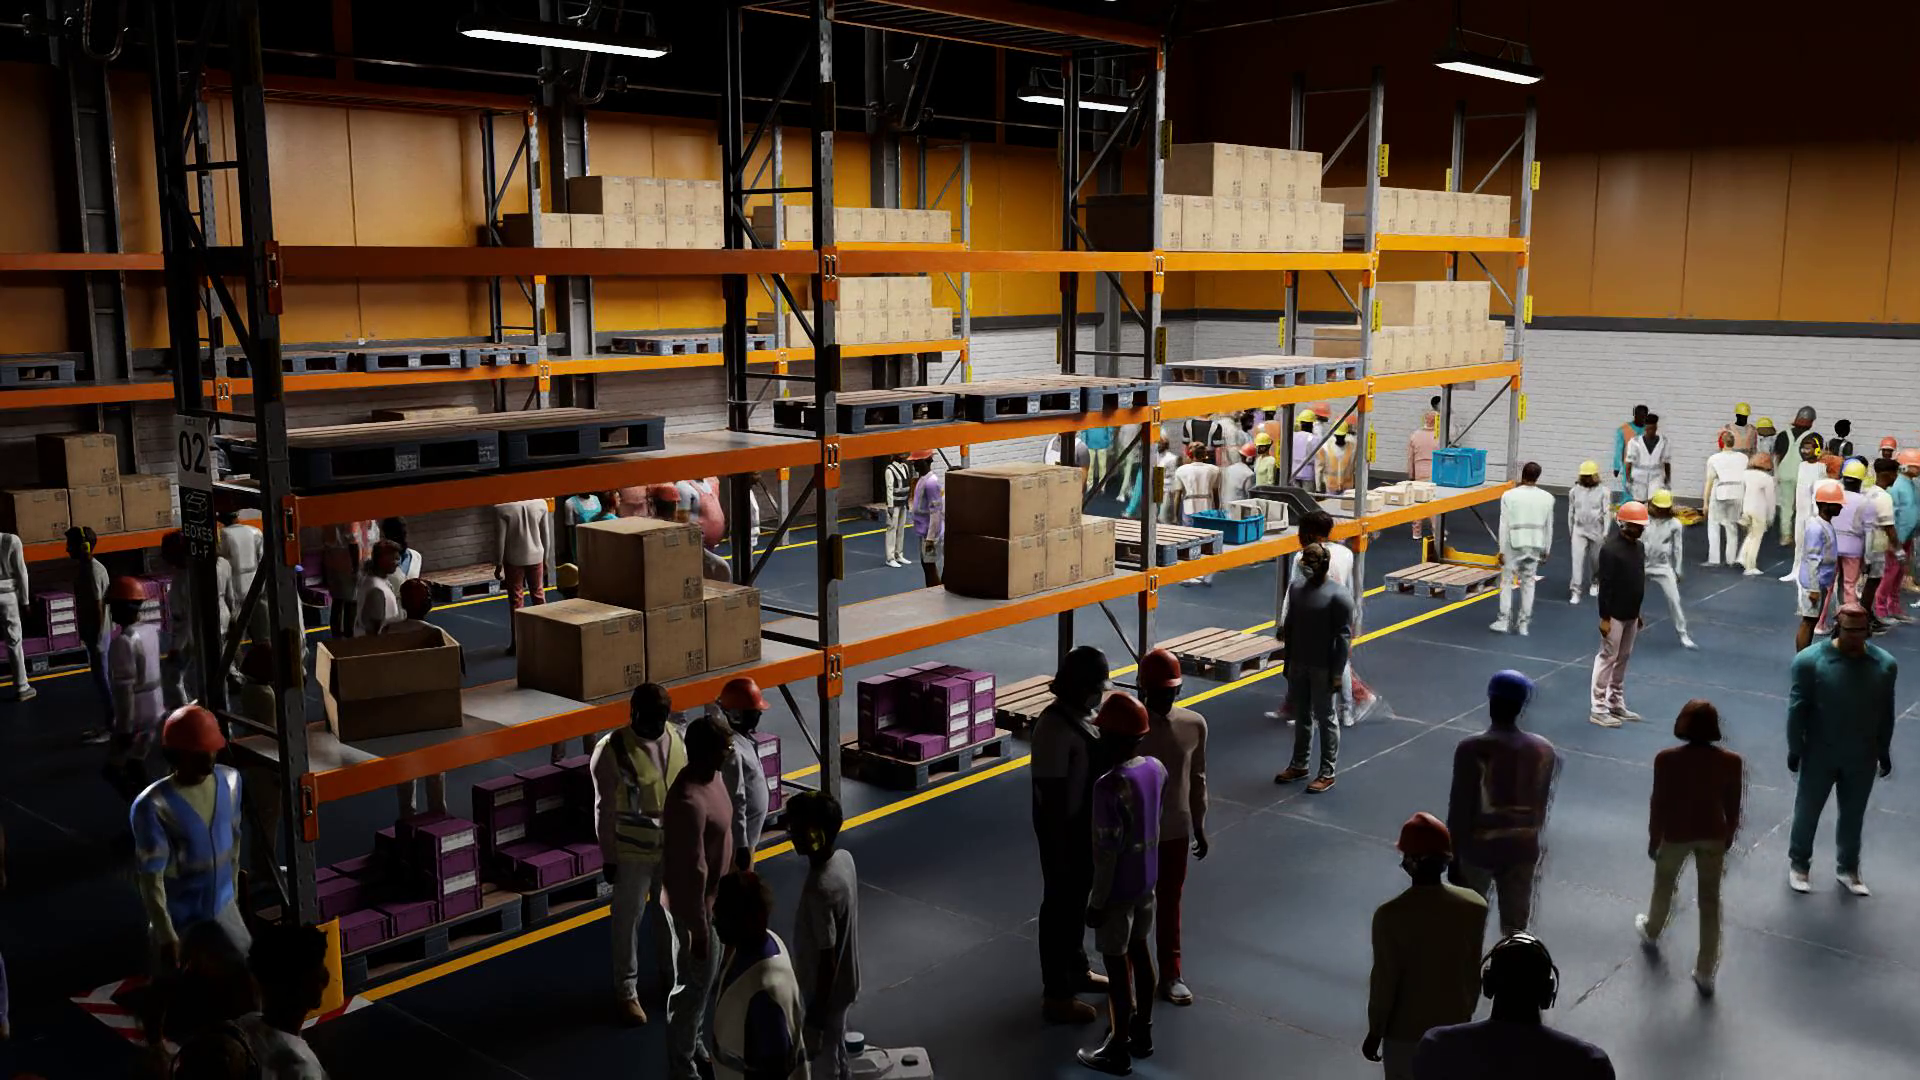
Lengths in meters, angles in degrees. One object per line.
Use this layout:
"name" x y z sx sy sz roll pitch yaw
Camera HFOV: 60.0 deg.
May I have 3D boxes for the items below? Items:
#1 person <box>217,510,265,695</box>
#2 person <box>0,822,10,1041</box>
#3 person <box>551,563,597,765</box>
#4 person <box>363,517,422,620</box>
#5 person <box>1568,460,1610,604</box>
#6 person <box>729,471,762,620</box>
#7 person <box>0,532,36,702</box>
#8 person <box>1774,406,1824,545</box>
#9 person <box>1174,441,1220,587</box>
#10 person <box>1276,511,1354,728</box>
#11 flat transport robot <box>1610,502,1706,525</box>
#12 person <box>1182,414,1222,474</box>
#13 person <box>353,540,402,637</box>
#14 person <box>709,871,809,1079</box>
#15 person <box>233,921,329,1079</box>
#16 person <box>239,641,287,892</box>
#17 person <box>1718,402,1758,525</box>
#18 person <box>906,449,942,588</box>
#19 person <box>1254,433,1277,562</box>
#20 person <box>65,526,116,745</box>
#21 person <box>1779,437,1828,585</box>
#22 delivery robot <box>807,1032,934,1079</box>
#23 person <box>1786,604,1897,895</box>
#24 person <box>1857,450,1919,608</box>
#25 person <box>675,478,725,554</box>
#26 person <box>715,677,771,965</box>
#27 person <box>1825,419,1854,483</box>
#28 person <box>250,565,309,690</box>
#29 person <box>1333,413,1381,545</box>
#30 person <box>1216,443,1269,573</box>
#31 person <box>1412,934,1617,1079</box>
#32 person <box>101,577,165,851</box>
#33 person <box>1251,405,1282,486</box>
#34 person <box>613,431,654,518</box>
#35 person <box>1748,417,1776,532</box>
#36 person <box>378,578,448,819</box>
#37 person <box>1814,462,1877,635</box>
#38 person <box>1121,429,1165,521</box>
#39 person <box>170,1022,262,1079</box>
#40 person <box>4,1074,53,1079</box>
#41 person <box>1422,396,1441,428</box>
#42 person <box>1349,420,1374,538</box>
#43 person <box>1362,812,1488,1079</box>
"person" -6.826 0.492 15.688 0.383 1.928 0.547 6 11 34
"person" -5.223 1.729 8.597 0.508 1.835 0.370 -8 12 -39
"person" -2.989 1.047 12.853 0.525 1.769 0.315 -2 10 -13
"person" -4.829 0.736 14.254 0.375 1.917 0.597 5 11 26
"person" 7.554 -0.120 19.987 0.495 1.712 0.824 5 11 27
"person" -2.393 0.039 18.556 0.355 1.876 0.573 0 10 -1
"person" -8.889 0.572 15.334 0.573 1.885 0.357 -2 10 -13
"person" 11.985 -0.913 23.736 0.536 2.000 0.700 -7 12 -38
"person" 2.959 -0.313 20.770 0.569 1.836 0.389 -1 10 -4
"person" 3.130 0.711 14.449 0.721 1.911 0.440 -4 10 -24
"flat transport robot" 10.905 -0.440 26.186 1.431 0.197 0.652 8 12 40
"person" 3.687 -1.166 25.305 0.614 2.028 0.409 4 10 20
"person" -4.715 0.905 13.526 0.439 1.820 0.636 -3 10 -18
"person" -0.747 2.118 6.224 0.375 1.841 0.575 -2 10 -13
"person" -2.322 2.207 5.463 0.932 1.930 0.624 -9 13 -44
"person" -4.497 1.460 10.805 0.273 1.627 0.502 -8 12 -38
"person" 11.985 -1.167 25.631 0.587 1.917 0.412 0 10 -3
"person" -0.407 -0.098 18.878 0.392 2.036 0.615 -2 10 -11
"person" 4.115 -0.578 22.586 0.330 1.760 0.518 -3 10 -16
"person" -7.325 0.800 14.066 0.328 1.861 0.503 -7 12 -34
"person" 10.671 -0.363 20.961 0.328 1.872 0.513 -3 10 -15
"delivery robot" -0.480 2.489 7.574 0.707 0.478 0.477 -2 10 -9
"person" 5.658 1.340 10.690 0.651 1.904 0.403 1 10 8
"person" 11.108 -0.126 19.652 0.654 1.853 1.029 -6 11 -32
"person" -2.869 -0.028 18.453 0.536 2.000 0.672 2 10 14
"person" -1.223 1.629 9.414 0.329 1.752 0.563 -1 10 -5
"person" 13.291 -0.979 25.154 0.318 1.697 0.535 -2 10 -12
"person" -5.107 1.005 12.562 0.405 1.946 0.609 0 10 2
"person" 5.501 -0.847 23.722 1.092 1.911 0.632 -4 10 -23
"person" 3.686 -0.413 21.764 0.932 1.700 0.583 -3 10 -17
"person" 1.774 2.207 5.414 0.630 1.940 0.372 2 10 13
"person" -5.707 1.206 11.457 0.404 1.912 0.577 -1 10 -5
"person" 4.811 -1.218 25.890 0.585 1.928 0.370 -3 10 -15
"person" -4.050 -0.352 20.520 0.611 1.996 0.378 -7 12 -35
"person" 12.096 -0.984 25.075 0.322 1.738 0.485 5 11 29
"person" -3.761 1.194 11.623 0.584 1.883 0.346 4 10 21
"person" 9.565 0.117 17.977 0.434 1.911 0.592 -9 13 -42
"person" 2.952 -1.137 25.868 0.519 1.788 0.901 9 13 42
"person" -2.081 2.313 4.778 0.635 1.937 0.352 -3 10 -15
"person" -2.568 2.387 4.675 0.559 1.832 0.978 -2 10 -14
"person" 8.437 -1.713 29.531 0.535 1.700 0.318 -3 10 -15
"person" 5.908 -0.894 24.468 0.332 1.759 0.523 3 10 18
"person" 1.954 2.018 7.094 0.567 1.750 0.341 -4 10 -21
